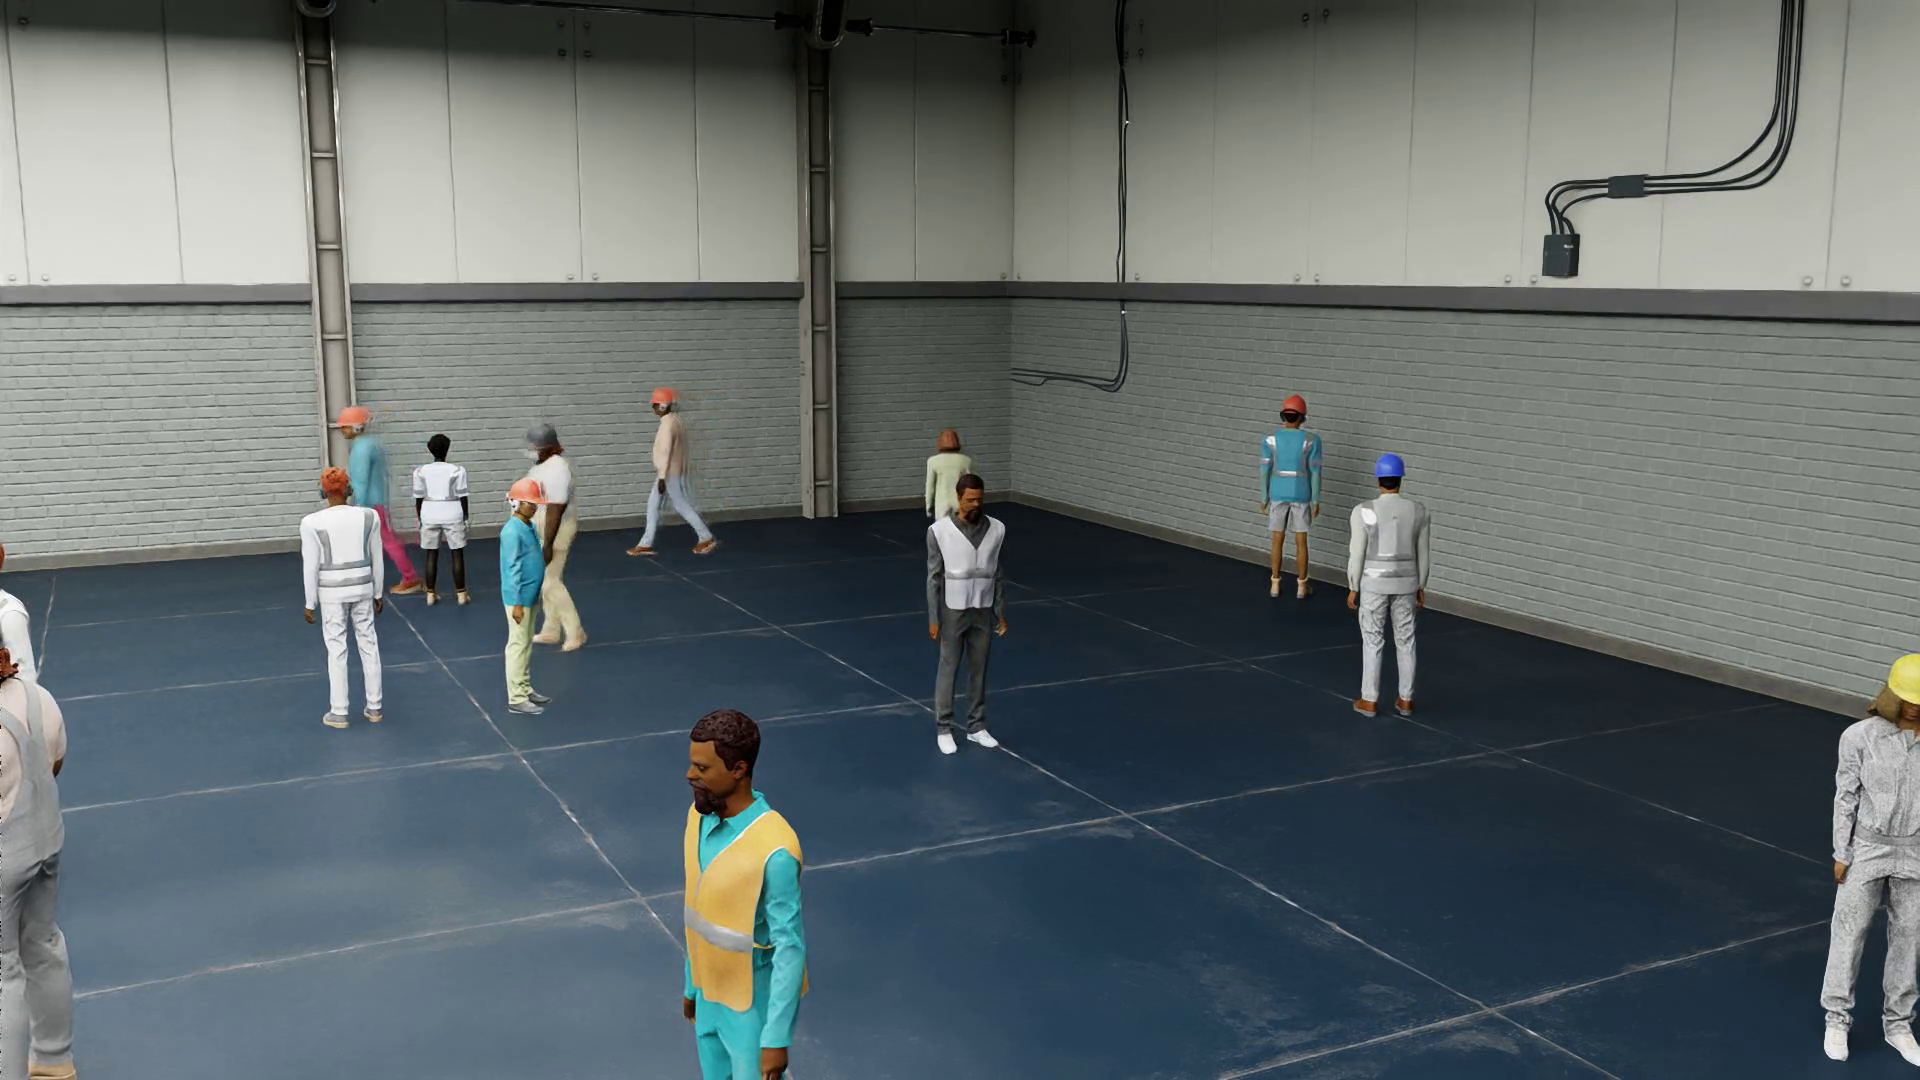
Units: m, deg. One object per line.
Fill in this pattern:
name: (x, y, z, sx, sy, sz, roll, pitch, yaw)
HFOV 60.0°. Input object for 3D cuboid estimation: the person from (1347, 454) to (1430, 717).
person: (3.143, 0.337, 12.248, 0.605, 1.944, 0.403, -1, 9, -4)

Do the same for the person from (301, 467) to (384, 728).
person: (-4.431, 0.410, 11.983, 0.573, 1.885, 0.356, -7, 12, -37)

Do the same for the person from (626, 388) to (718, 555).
person: (-3.309, -0.784, 19.148, 1.026, 1.948, 0.625, -2, 9, -11)

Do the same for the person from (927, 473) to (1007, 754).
person: (0.039, 0.489, 11.397, 0.597, 1.914, 0.372, -5, 10, -28)

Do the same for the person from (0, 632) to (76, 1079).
person: (-3.775, 1.237, 6.407, 0.536, 2.000, 0.684, 1, 9, 4)

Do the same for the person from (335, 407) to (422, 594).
person: (-5.959, -0.376, 16.706, 1.044, 1.935, 0.621, -5, 10, -27)

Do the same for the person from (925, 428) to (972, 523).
person: (-0.106, -0.379, 17.698, 0.499, 1.614, 0.627, -2, 9, -13)

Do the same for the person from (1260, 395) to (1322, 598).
person: (3.320, -0.436, 16.705, 0.609, 2.044, 0.395, 4, 10, 21)

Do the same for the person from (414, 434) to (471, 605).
person: (-5.071, -0.193, 16.309, 0.538, 1.689, 0.321, 0, 9, -2)

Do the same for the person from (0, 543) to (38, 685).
person: (-5.087, 0.922, 8.831, 0.579, 1.882, 0.342, 8, 12, 41)

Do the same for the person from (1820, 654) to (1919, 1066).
person: (3.863, 1.315, 6.869, 0.484, 1.736, 0.308, 2, 9, 10)

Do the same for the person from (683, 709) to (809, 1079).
person: (-0.703, 1.472, 5.333, 0.380, 1.918, 0.596, -7, 11, -36)

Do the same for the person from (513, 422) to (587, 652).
person: (-3.562, -0.053, 14.354, 0.566, 2.000, 0.731, -3, 10, -19)

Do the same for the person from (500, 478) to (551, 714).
person: (-3.236, 0.407, 12.410, 0.340, 1.748, 0.563, 0, 9, -2)
